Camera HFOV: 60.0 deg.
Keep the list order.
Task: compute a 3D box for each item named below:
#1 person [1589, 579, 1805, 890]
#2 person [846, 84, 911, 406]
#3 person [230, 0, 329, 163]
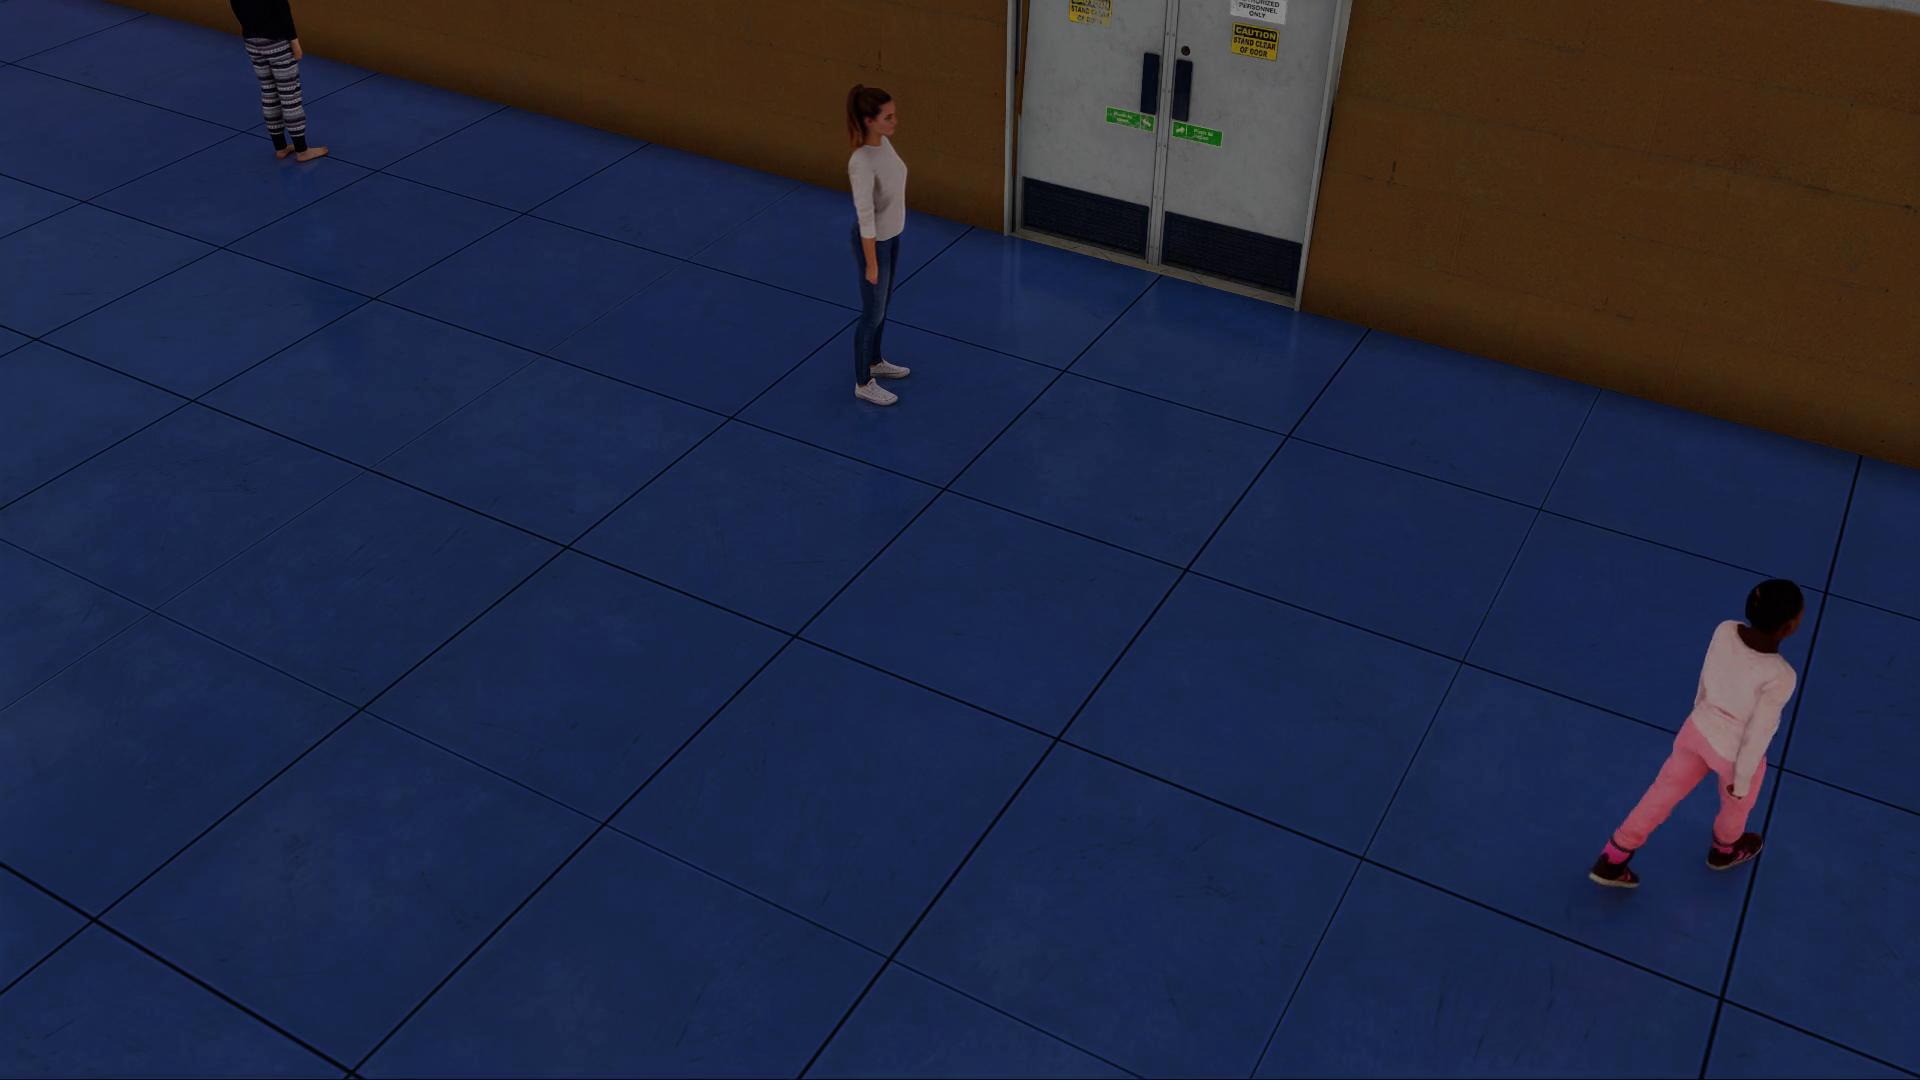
[{"bbox_3d":[2.663,0.734,5.927,1.074,1.426,0.941,-14,39,-18],"label":"person"},{"bbox_3d":[-0.443,-1.548,8.722,0.729,1.720,0.558,8,38,10],"label":"person"},{"bbox_3d":[-4.660,-3.401,11.179,0.621,1.734,0.531,16,40,20],"label":"person"}]
